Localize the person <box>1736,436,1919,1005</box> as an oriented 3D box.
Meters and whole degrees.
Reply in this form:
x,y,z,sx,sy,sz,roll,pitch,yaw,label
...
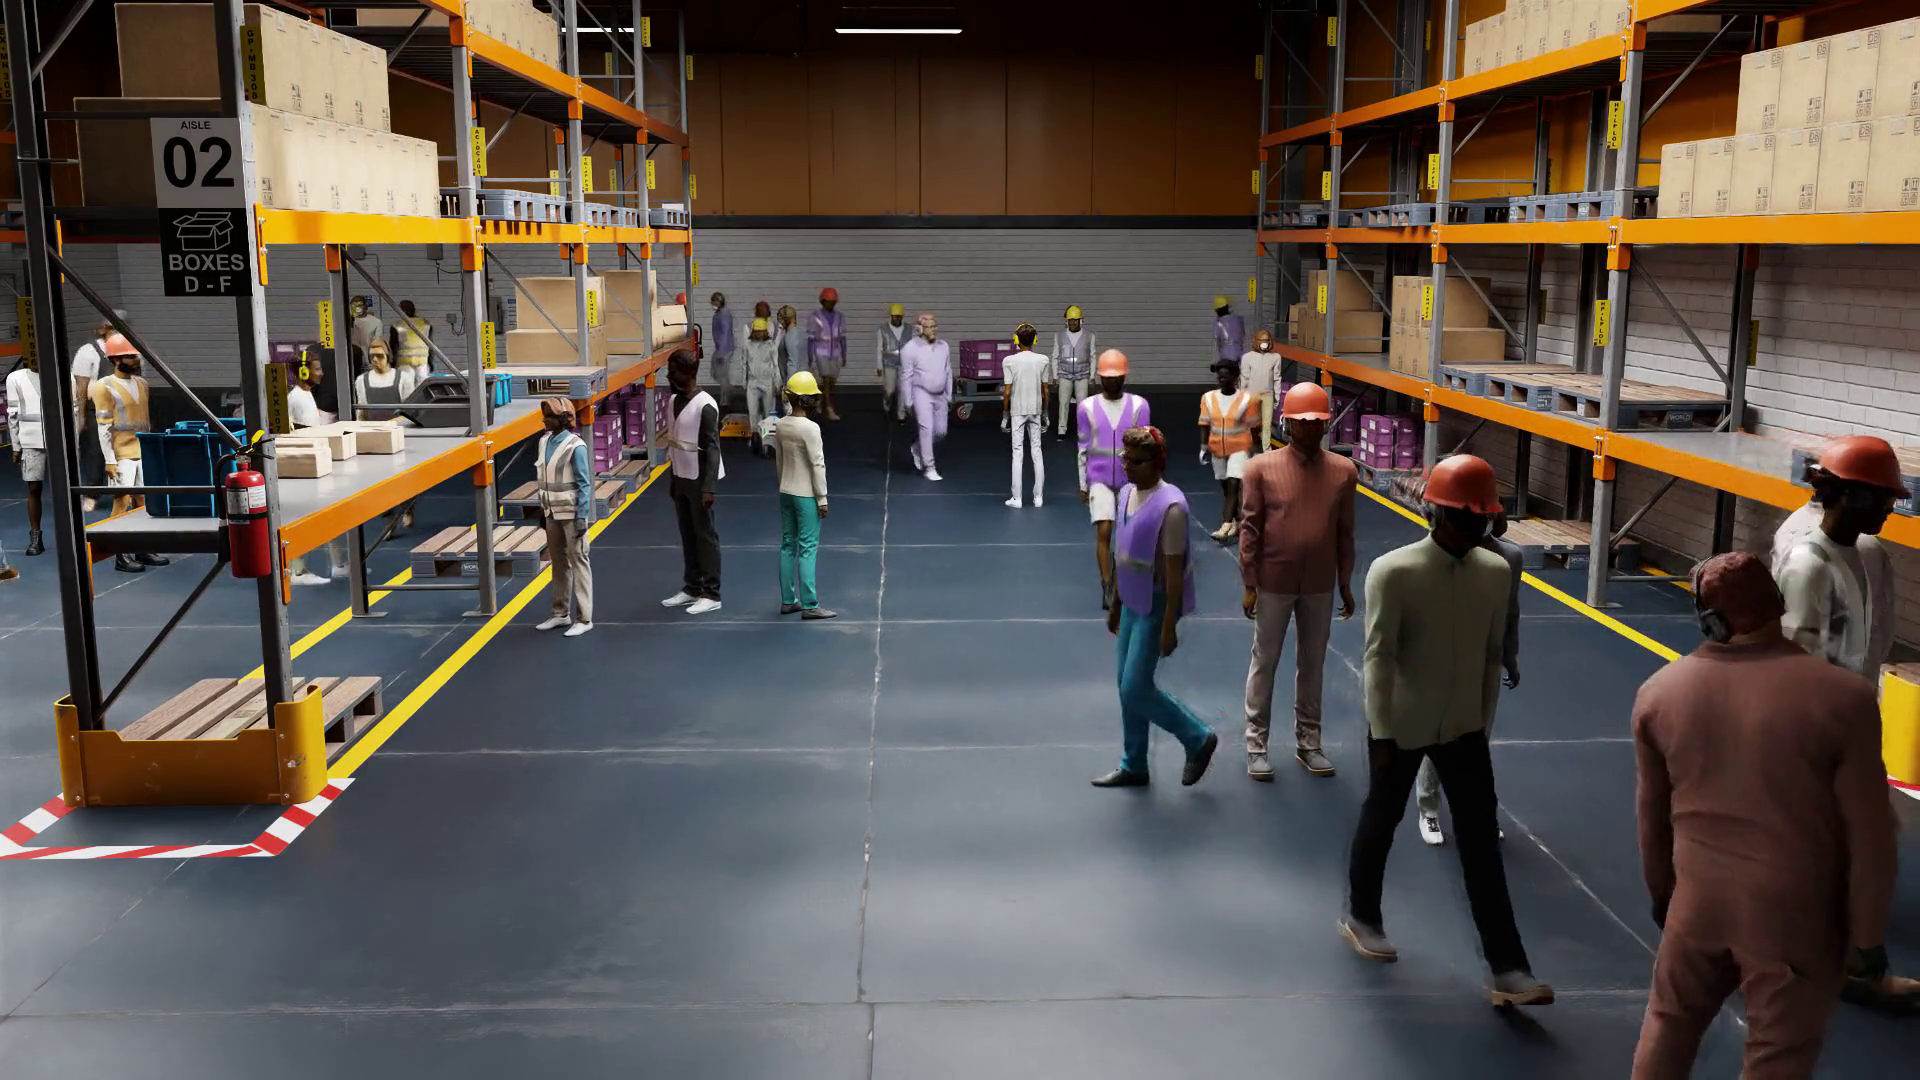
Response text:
x,y,z,sx,sy,sz,roll,pitch,yaw,label
3.063,0.649,5.805,0.871,2.003,0.707,9,14,42,person

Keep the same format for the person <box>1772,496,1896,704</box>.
x,y,z,sx,sy,sz,roll,pitch,yaw,label
3.496,0.551,6.649,0.408,1.906,0.652,0,10,1,person

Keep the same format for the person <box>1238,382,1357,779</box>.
x,y,z,sx,sy,sz,roll,pitch,yaw,label
1.690,0.207,8.321,0.610,1.996,0.384,-2,10,-9,person

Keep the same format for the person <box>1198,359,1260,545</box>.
x,y,z,sx,sy,sz,roll,pitch,yaw,label
2.379,-0.792,14.834,0.533,1.638,0.884,6,12,30,person

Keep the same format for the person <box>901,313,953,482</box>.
x,y,z,sx,sy,sz,roll,pitch,yaw,label
-0.389,-1.623,18.816,0.654,1.882,0.687,-8,13,-37,person

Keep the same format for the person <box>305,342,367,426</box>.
x,y,z,sx,sy,sz,roll,pitch,yaw,label
-6.426,-1.381,17.168,0.609,1.995,0.378,-9,14,-41,person

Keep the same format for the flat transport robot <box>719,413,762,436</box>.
x,y,z,sx,sy,sz,roll,pitch,yaw,label
-2.981,-1.622,23.312,0.652,0.197,1.431,0,10,-3,flat transport robot

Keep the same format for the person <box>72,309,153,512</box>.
x,y,z,sx,sy,sz,roll,pitch,yaw,label
-8.483,-1.313,16.659,0.549,2.000,0.817,7,13,36,person

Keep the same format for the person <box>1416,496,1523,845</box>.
x,y,z,sx,sy,sz,roll,pitch,yaw,label
2.269,0.546,7.438,0.500,1.633,0.285,-2,10,-12,person

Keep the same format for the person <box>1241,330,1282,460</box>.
x,y,z,sx,sy,sz,roll,pitch,yaw,label
3.654,-1.742,20.218,0.497,1.626,0.287,-1,10,-4,person

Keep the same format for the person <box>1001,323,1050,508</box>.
x,y,z,sx,sy,sz,roll,pitch,yaw,label
0.662,-1.258,16.831,0.512,1.872,0.328,-3,11,-14,person

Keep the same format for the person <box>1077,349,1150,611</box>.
x,y,z,sx,sy,sz,roll,pitch,yaw,label
1.141,-0.479,12.386,0.559,1.911,0.834,0,10,2,person

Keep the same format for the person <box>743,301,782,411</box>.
x,y,z,sx,sy,sz,roll,pitch,yaw,label
-2.857,-2.524,23.947,0.586,1.855,0.847,-3,11,-16,person

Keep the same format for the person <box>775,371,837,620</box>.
x,y,z,sx,sy,sz,roll,pitch,yaw,label
-1.117,-0.316,11.873,0.309,1.769,0.525,-8,13,-39,person

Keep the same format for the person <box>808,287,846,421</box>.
x,y,z,sx,sy,sz,roll,pitch,yaw,label
-2.039,-2.831,25.209,0.619,2.014,0.876,-6,12,-31,person

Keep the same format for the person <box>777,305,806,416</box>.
x,y,z,sx,sy,sz,roll,pitch,yaw,label
-2.007,-1.820,19.788,0.372,1.934,0.627,0,10,0,person

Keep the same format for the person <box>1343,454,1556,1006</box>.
x,y,z,sx,sy,sz,roll,pitch,yaw,label
1.709,0.668,5.900,0.638,1.938,1.025,-3,11,-15,person

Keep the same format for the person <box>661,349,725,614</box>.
x,y,z,sx,sy,sz,roll,pitch,yaw,label
-1.927,-0.429,12.086,0.394,1.916,0.590,-8,13,-36,person

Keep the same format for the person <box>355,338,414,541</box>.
x,y,z,sx,sy,sz,roll,pitch,yaw,label
-5.166,-0.913,15.024,0.530,1.827,0.482,-1,10,-5,person

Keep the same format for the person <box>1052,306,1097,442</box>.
x,y,z,sx,sy,sz,roll,pitch,yaw,label
1.524,-2.213,22.254,0.601,1.830,0.404,1,10,7,person

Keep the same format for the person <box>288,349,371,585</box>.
x,y,z,sx,sy,sz,roll,pitch,yaw,label
-4.954,-0.557,12.998,0.701,1.849,0.526,-3,11,-15,person

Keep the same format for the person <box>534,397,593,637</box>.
x,y,z,sx,sy,sz,roll,pitch,yaw,label
-2.701,-0.162,11.362,0.515,1.641,0.314,9,14,42,person

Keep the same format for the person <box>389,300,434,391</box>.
x,y,z,sx,sy,sz,roll,pitch,yaw,label
-8.067,-2.608,24.448,0.657,1.830,0.430,-8,13,-38,person

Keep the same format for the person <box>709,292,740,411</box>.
x,y,z,sx,sy,sz,roll,pitch,yaw,label
-3.750,-2.956,26.198,0.424,1.899,0.681,-3,11,-16,person

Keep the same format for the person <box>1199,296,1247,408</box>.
x,y,z,sx,sy,sz,roll,pitch,yaw,label
4.067,-2.769,25.274,0.598,1.862,0.973,-8,13,-37,person

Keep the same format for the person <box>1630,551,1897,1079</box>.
x,y,z,sx,sy,sz,roll,pitch,yaw,label
2.097,0.972,4.434,0.429,1.873,0.738,-7,12,-33,person

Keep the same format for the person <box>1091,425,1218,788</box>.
x,y,z,sx,sy,sz,roll,pitch,yaw,label
0.944,0.343,8.053,0.486,1.821,0.590,-3,11,-15,person

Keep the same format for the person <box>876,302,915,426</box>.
x,y,z,sx,sy,sz,roll,pitch,yaw,label
-0.927,-2.573,24.319,0.589,1.809,0.503,-3,11,-14,person

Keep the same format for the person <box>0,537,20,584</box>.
x,y,z,sx,sy,sz,roll,pitch,yaw,label
-7.675,-0.526,12.787,0.593,1.862,0.806,0,10,1,person

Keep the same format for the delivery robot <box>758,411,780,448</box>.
x,y,z,sx,sy,sz,roll,pitch,yaw,label
-2.340,-1.369,20.853,0.477,0.478,0.707,-2,10,-12,delivery robot

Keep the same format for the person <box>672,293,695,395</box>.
x,y,z,sx,sy,sz,roll,pitch,yaw,label
-4.150,-2.744,24.993,0.436,1.923,0.548,3,11,16,person

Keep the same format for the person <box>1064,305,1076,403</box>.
x,y,z,sx,sy,sz,roll,pitch,yaw,label
1.853,-3.098,27.765,0.283,1.626,0.502,2,10,9,person

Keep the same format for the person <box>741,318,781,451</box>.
x,y,z,sx,sy,sz,roll,pitch,yaw,label
-2.561,-1.996,21.407,0.511,1.688,0.904,0,10,-1,person

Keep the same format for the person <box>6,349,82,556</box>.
x,y,z,sx,sy,sz,roll,pitch,yaw,label
-7.856,-0.837,14.292,0.543,1.939,0.360,-5,11,-24,person

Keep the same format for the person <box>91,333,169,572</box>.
x,y,z,sx,sy,sz,roll,pitch,yaw,label
-6.781,-0.714,13.598,0.347,1.942,0.549,2,10,14,person

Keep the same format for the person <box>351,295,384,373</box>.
x,y,z,sx,sy,sz,roll,pitch,yaw,label
-8.426,-2.483,23.464,0.627,1.940,0.375,-3,11,-15,person

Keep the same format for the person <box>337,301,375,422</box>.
x,y,z,sx,sy,sz,roll,pitch,yaw,label
-8.303,-2.322,22.760,1.006,1.864,0.595,3,11,17,person
